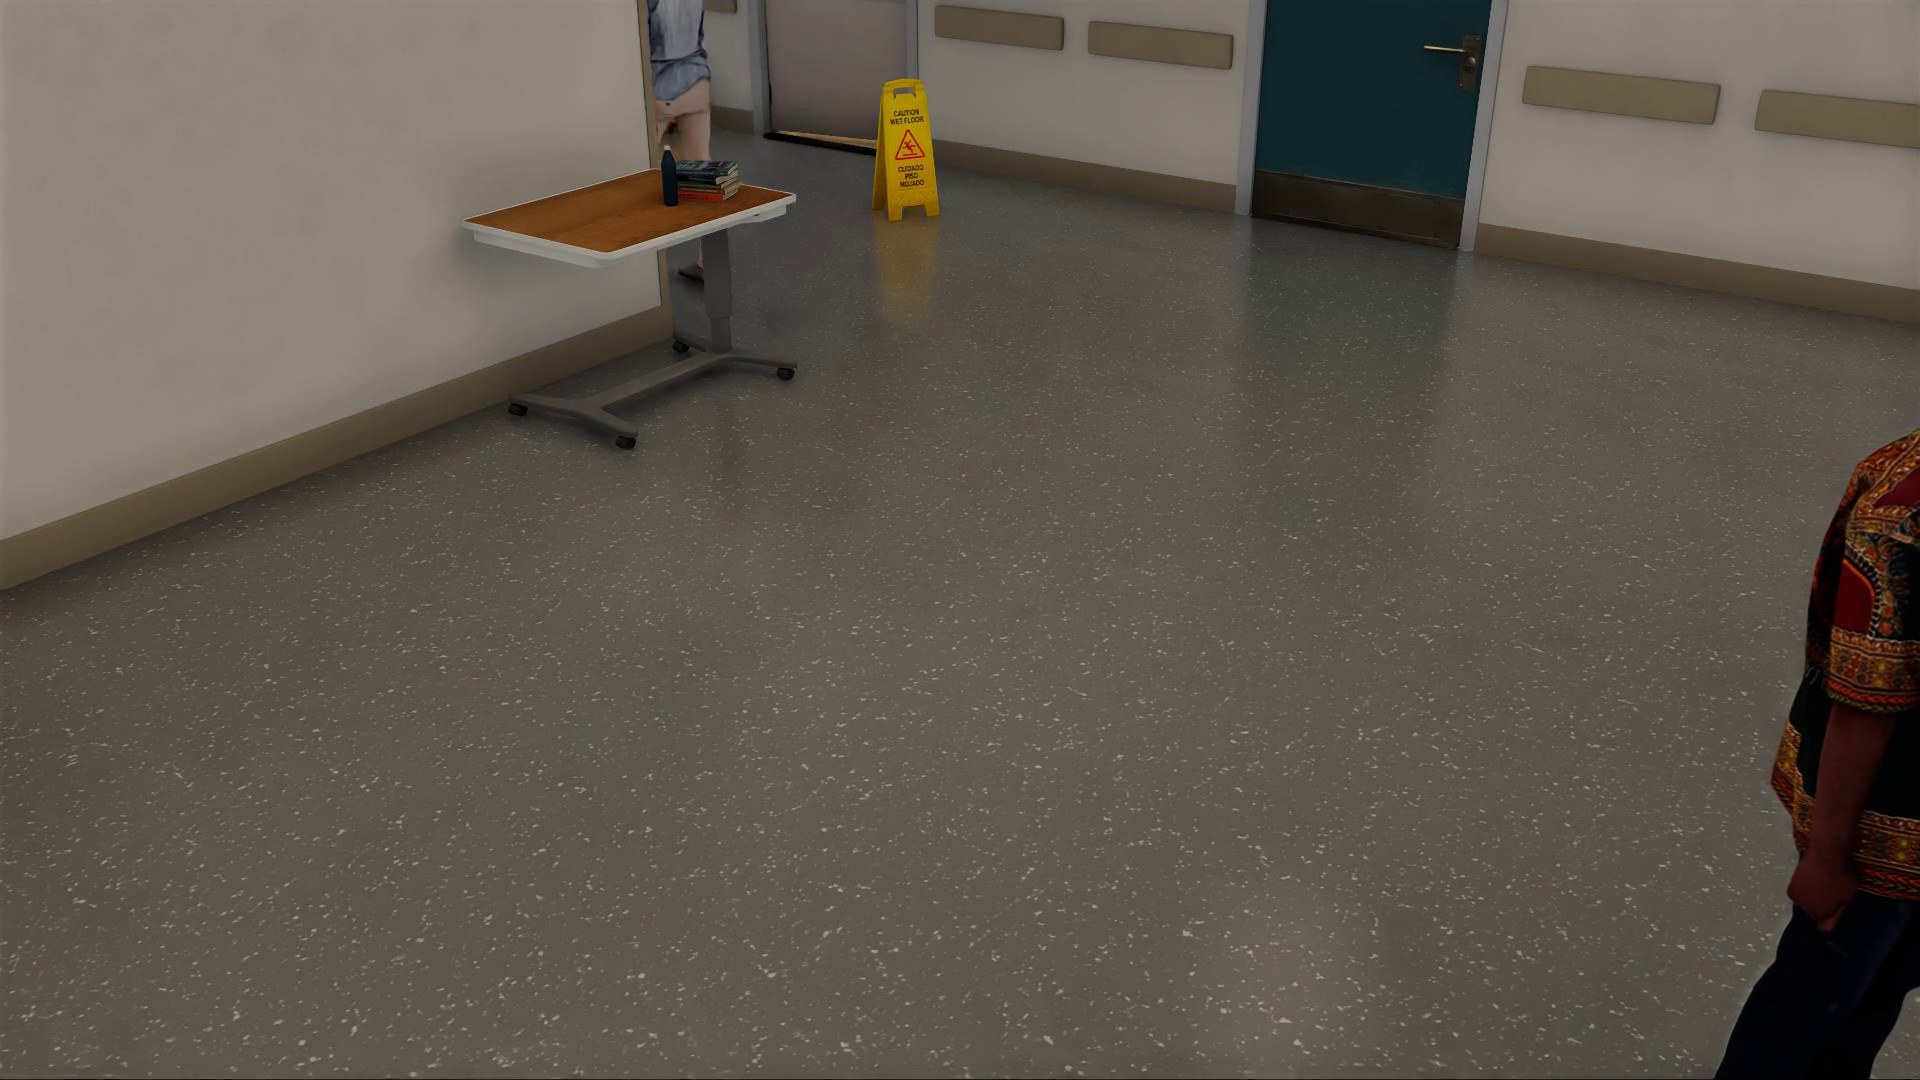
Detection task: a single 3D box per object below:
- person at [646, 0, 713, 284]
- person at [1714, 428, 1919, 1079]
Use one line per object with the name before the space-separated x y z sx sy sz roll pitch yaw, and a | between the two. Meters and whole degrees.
person | -1.323 -2.130 8.033 0.749 1.830 0.877 -22 33 -38
person | 1.564 0.410 2.744 0.820 1.806 0.840 -11 28 -22
